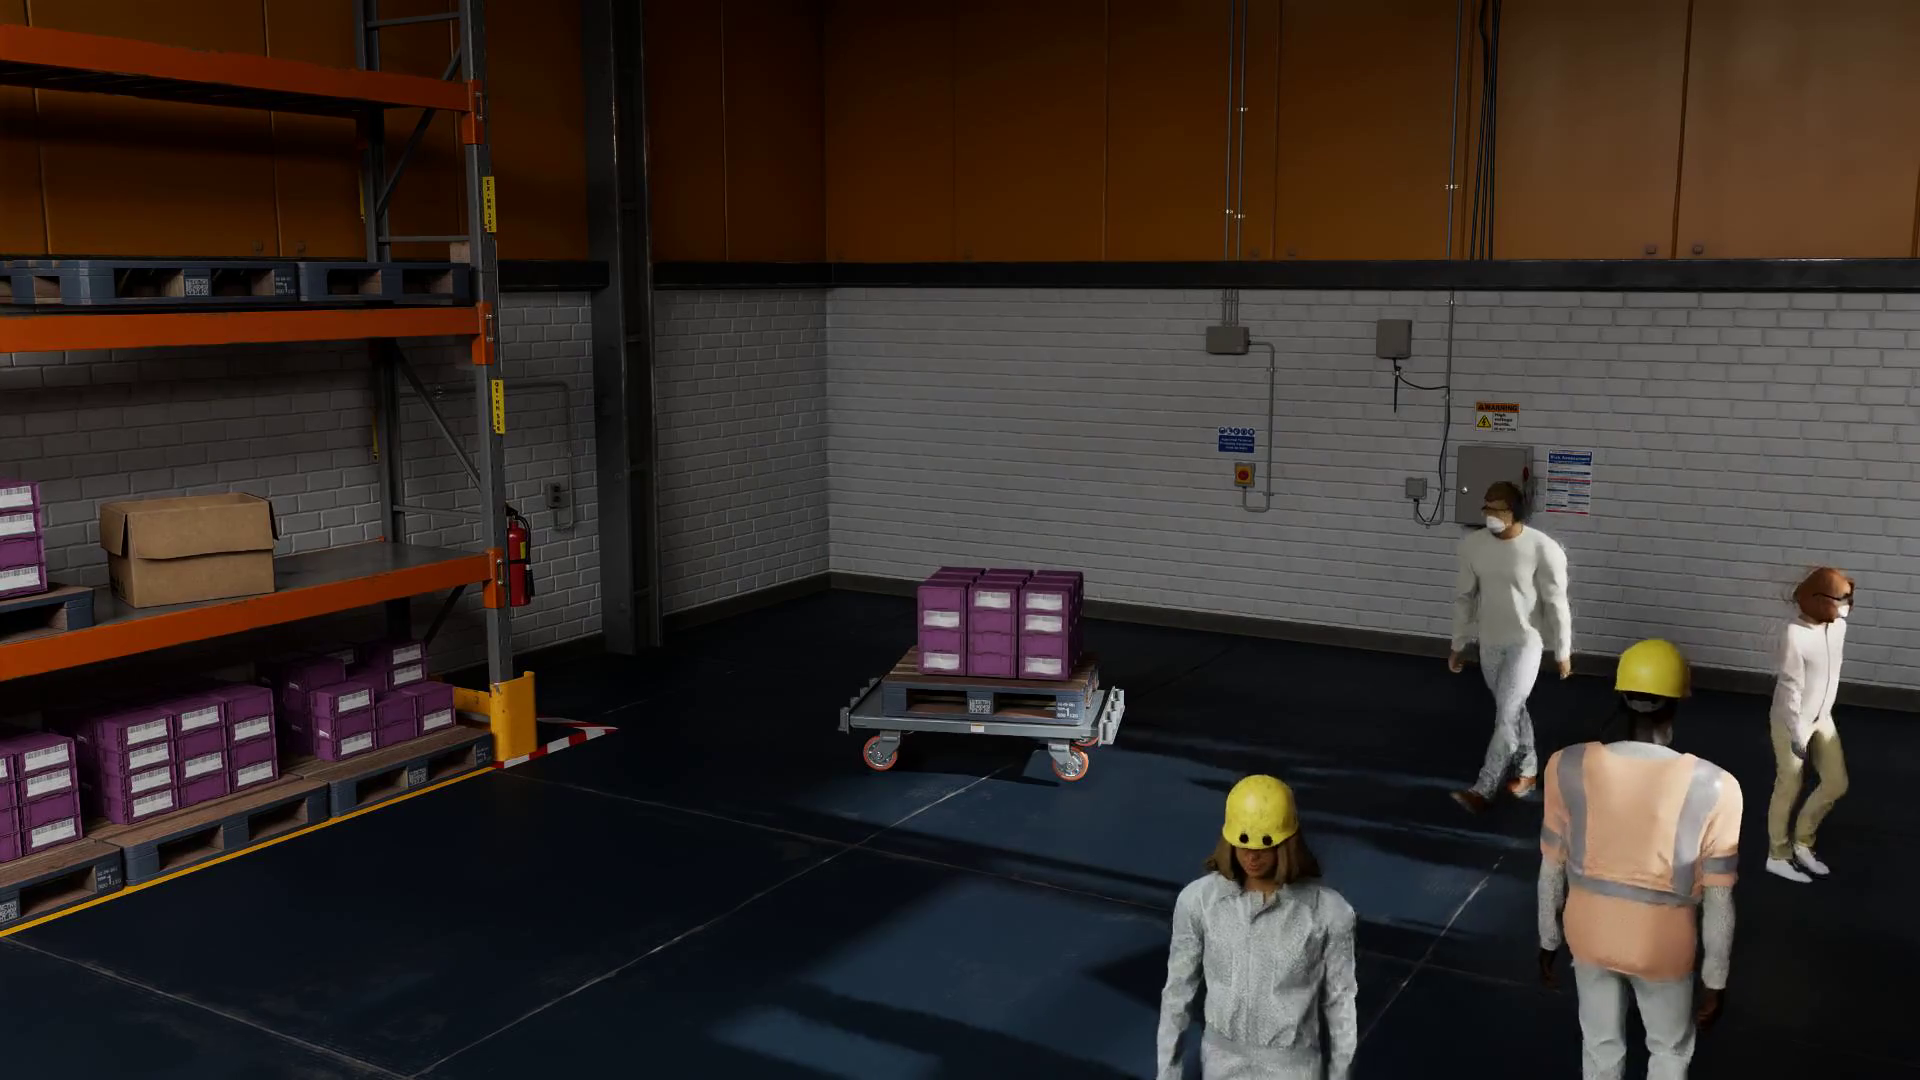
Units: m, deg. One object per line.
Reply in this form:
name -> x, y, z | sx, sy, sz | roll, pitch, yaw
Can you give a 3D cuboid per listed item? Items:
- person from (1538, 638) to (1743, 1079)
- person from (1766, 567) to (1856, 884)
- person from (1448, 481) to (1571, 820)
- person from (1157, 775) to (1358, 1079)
person -> 2.106, 1.255, 5.217 | 0.585, 1.910, 0.439 | 5, 11, 30
person -> 4.194, 0.919, 8.238 | 0.512, 1.614, 0.360 | -5, 10, -26
person -> 3.059, 0.601, 9.355 | 1.031, 1.877, 0.631 | -7, 11, -37
person -> 0.773, 1.470, 4.467 | 0.511, 1.698, 0.865 | 4, 10, 24
